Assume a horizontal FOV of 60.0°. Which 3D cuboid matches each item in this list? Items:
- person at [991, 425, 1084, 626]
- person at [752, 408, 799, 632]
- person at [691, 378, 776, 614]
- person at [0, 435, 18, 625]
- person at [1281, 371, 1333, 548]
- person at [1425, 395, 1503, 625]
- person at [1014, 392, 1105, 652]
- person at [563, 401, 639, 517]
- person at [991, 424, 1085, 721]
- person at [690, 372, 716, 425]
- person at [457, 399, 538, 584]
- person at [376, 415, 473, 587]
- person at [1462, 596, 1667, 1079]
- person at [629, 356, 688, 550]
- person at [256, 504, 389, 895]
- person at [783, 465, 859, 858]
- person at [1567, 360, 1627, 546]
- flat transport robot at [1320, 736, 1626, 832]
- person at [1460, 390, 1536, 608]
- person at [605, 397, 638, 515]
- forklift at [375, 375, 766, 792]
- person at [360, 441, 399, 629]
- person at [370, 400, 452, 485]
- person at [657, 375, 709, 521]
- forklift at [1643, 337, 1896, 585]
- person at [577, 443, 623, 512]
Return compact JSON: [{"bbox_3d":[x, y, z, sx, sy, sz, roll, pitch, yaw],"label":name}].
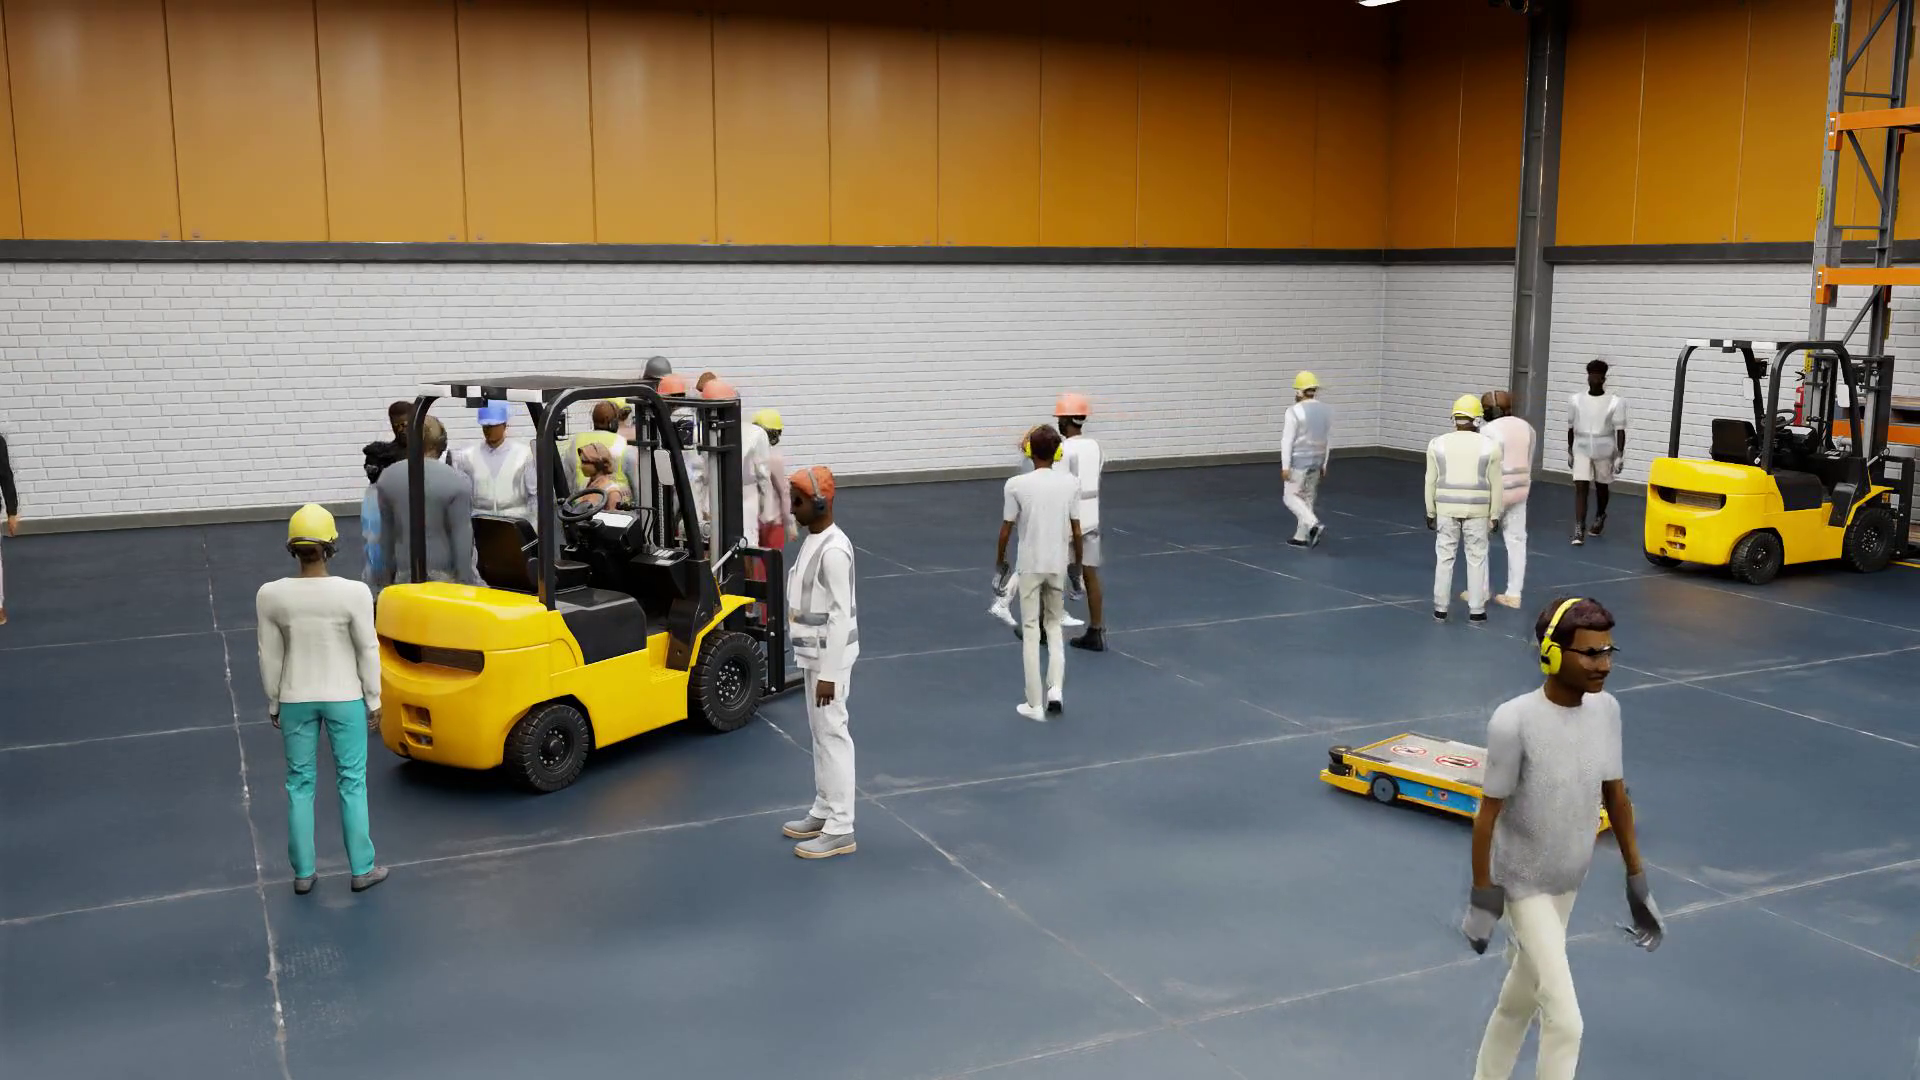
[{"bbox_3d":[0.600,-0.105,13.067,0.702,1.608,0.510,-3,10,-16],"label":"person"},{"bbox_3d":[-1.480,-0.138,12.832,0.358,1.754,0.526,-8,12,-40],"label":"person"},{"bbox_3d":[-1.712,-0.241,12.683,0.647,2.017,0.757,0,9,3],"label":"person"},{"bbox_3d":[-7.617,-0.226,12.826,0.632,1.943,1.045,-5,10,-26],"label":"person"},{"bbox_3d":[3.487,-0.780,16.639,0.602,1.818,0.611,-5,10,-28],"label":"person"},{"bbox_3d":[3.998,-0.238,13.210,0.595,1.830,0.404,4,10,23],"label":"person"},{"bbox_3d":[0.759,-0.140,12.373,0.564,1.903,0.835,-9,13,-44],"label":"person"},{"bbox_3d":[-2.725,-0.189,13.021,0.626,1.784,0.990,4,10,24],"label":"person"},{"bbox_3d":[0.492,0.207,10.392,0.555,1.849,0.396,-3,10,-16],"label":"person"},{"bbox_3d":[-2.932,-1.146,19.454,0.500,1.633,0.283,6,11,35],"label":"person"},{"bbox_3d":[-3.296,-0.064,11.945,0.609,1.903,0.990,-1,9,-5],"label":"person"},{"bbox_3d":[-3.360,0.184,10.369,0.645,1.910,0.813,1,9,8],"label":"person"},{"bbox_3d":[1.851,1.082,4.989,0.526,1.839,0.832,-6,11,-34],"label":"person"},{"bbox_3d":[-2.902,-0.800,16.048,0.610,2.000,0.697,2,9,15],"label":"person"},{"bbox_3d":[-2.860,0.718,7.474,0.526,1.772,0.308,-1,9,-4],"label":"person"},{"bbox_3d":[-0.667,0.575,7.991,0.355,1.887,0.573,-2,9,-14],"label":"person"},{"bbox_3d":[6.612,-0.928,17.290,0.619,1.906,1.076,5,10,29],"label":"person"},{"bbox_3d":[2.672,1.267,8.698,0.652,0.197,1.431,-8,12,-42],"label":"flat transport robot"},{"bbox_3d":[4.504,-0.350,13.952,0.663,1.815,0.615,-4,10,-24],"label":"person"},{"bbox_3d":[-2.944,-0.405,14.437,0.304,1.772,0.525,7,12,38],"label":"person"},{"bbox_3d":[-2.268,0.149,9.685,1.214,2.155,2.313,6,11,32],"label":"forklift"},{"bbox_3d":[-3.821,0.172,11.099,0.534,1.682,0.366,7,12,37],"label":"person"},{"bbox_3d":[-3.914,-0.068,11.970,0.612,1.894,0.782,-2,9,-12],"label":"person"},{"bbox_3d":[-2.495,-0.550,15.023,1.027,1.878,0.540,4,10,24],"label":"person"},{"bbox_3d":[7.551,-0.789,15.507,2.313,2.155,1.214,-4,10,-25],"label":"forklift"},{"bbox_3d":[-2.463,0.146,11.428,0.310,1.636,0.523,-7,12,-38],"label":"person"}]
